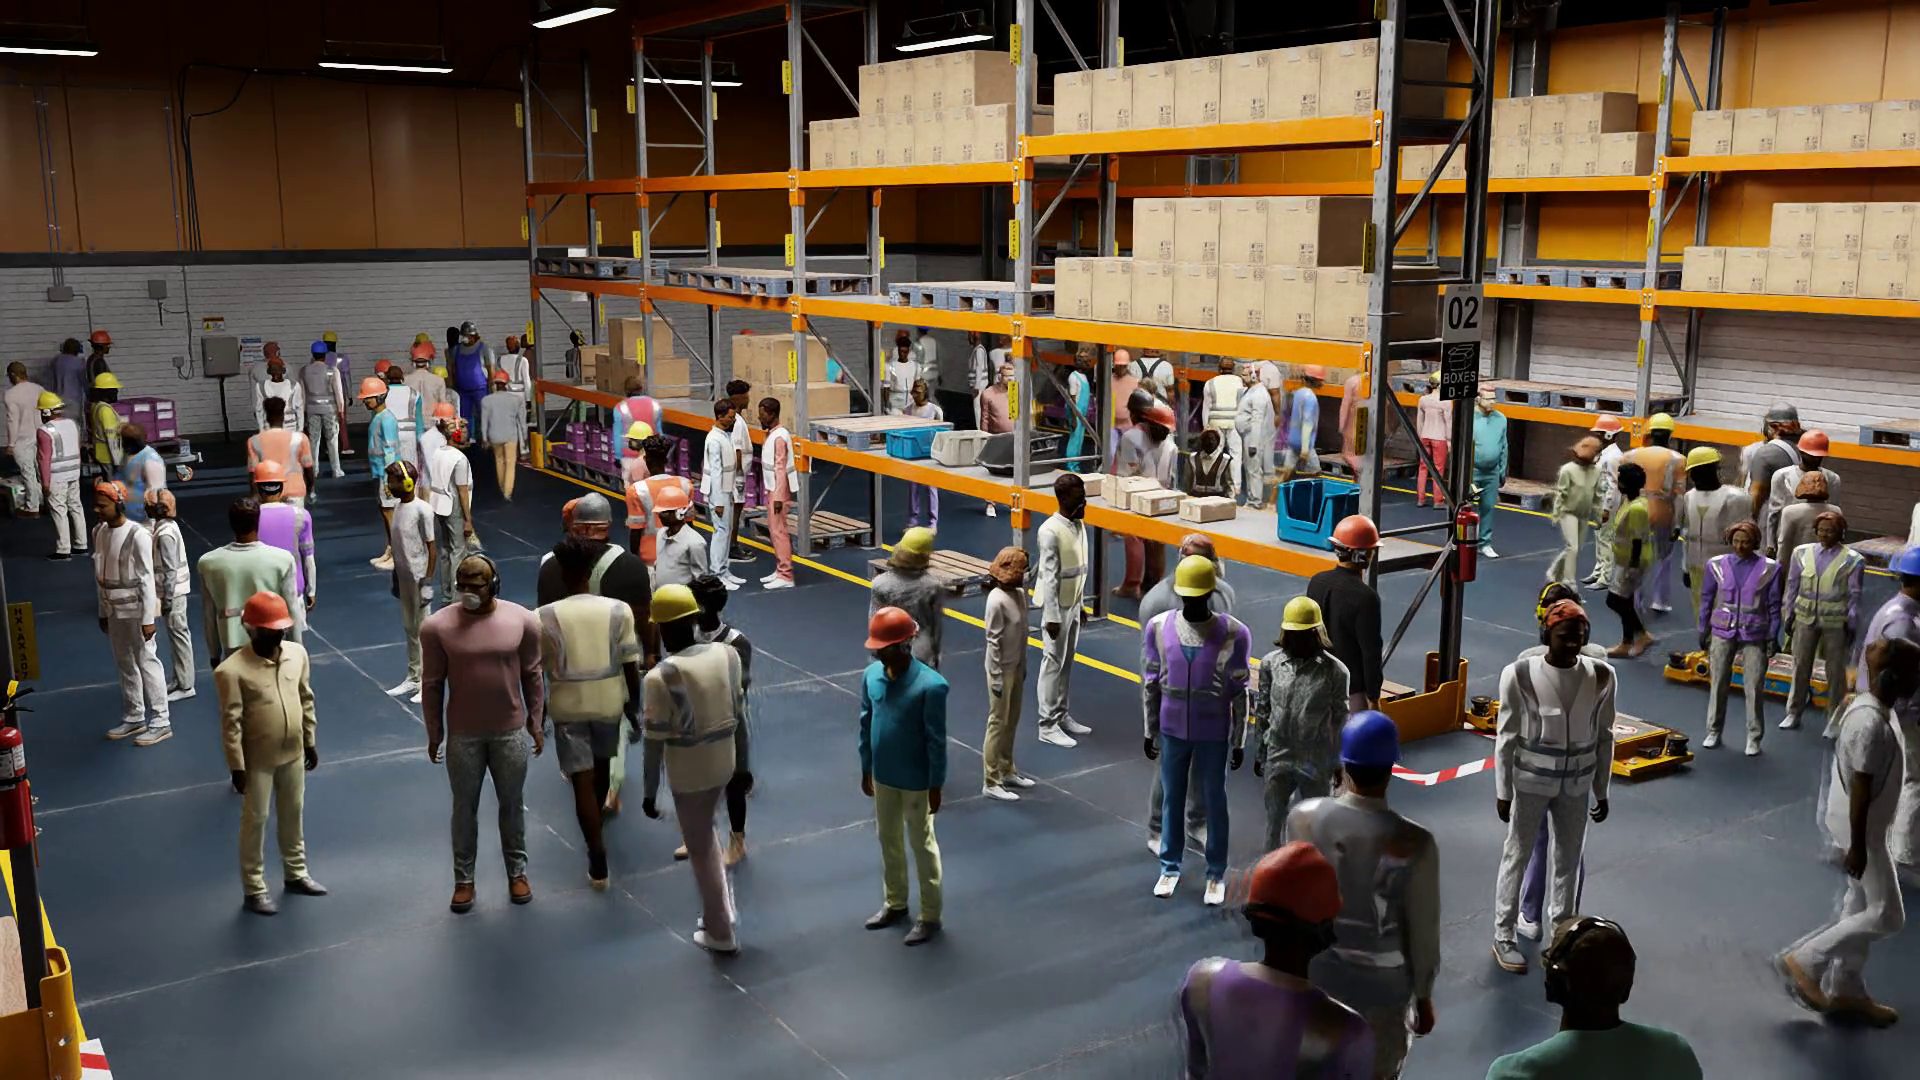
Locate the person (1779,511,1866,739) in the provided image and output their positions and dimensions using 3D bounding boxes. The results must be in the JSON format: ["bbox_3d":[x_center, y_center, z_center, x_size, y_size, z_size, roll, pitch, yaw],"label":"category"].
[{"bbox_3d":[6.153,0.596,11.865,0.315,1.631,0.513,-9,15,-40],"label":"person"}]

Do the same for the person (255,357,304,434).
[{"bbox_3d":[-8.812,-1.432,21.588,0.574,1.882,0.358,-4,12,-18],"label":"person"}]

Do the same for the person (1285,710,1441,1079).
[{"bbox_3d":[1.437,1.579,6.091,0.624,1.934,0.626,10,15,41],"label":"person"}]

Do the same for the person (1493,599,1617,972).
[{"bbox_3d":[2.894,1.202,8.142,0.568,1.876,0.348,0,11,-2],"label":"person"}]

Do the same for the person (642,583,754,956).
[{"bbox_3d":[-1.346,1.150,8.321,0.561,1.895,0.612,9,14,38],"label":"person"}]

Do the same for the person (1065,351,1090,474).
[{"bbox_3d":[1.643,-1.698,23.046,0.342,1.845,0.506,4,12,21],"label":"person"}]

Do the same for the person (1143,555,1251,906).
[{"bbox_3d":[1.262,1.016,8.971,0.586,1.920,0.398,5,12,22],"label":"person"}]

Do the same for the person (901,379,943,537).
[{"bbox_3d":[-0.440,-0.949,19.213,0.513,1.842,0.325,4,12,21],"label":"person"}]

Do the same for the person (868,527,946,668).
[{"bbox_3d":[-0.347,0.746,10.885,0.507,1.705,0.419,-1,11,-7],"label":"person"}]

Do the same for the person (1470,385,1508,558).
[{"bbox_3d":[5.629,-0.733,17.980,0.647,1.899,0.399,-3,11,-14],"label":"person"}]

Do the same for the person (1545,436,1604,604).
[{"bbox_3d":[5.950,-0.231,16.165,0.549,1.607,0.703,-4,12,-19],"label":"person"}]

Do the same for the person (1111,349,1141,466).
[{"bbox_3d":[2.110,-1.537,21.903,0.619,1.978,0.574,2,11,9],"label":"person"}]

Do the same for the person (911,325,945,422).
[{"bbox_3d":[-0.576,-2.848,28.694,0.614,1.933,0.520,-9,14,-39],"label":"person"}]

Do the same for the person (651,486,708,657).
[{"bbox_3d":[-2.074,0.471,12.177,0.334,1.749,0.575,-10,15,-43],"label":"person"}]

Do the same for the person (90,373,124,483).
[{"bbox_3d":[-9.686,-0.947,18.989,0.365,1.927,0.588,-9,14,-38],"label":"person"}]

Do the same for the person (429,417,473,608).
[{"bbox_3d":[-4.746,-0.231,15.573,0.387,1.837,0.560,-10,15,-40],"label":"person"}]

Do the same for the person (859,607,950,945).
[{"bbox_3d":[-0.310,1.188,8.540,0.577,1.738,0.354,9,14,40],"label":"person"}]

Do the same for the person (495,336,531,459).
[{"bbox_3d":[-6.786,-2.166,25.342,0.575,1.882,0.359,4,12,21],"label":"person"}]

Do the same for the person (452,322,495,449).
[{"bbox_3d":[-7.755,-2.454,26.410,0.684,2.000,0.535,2,11,8],"label":"person"}]

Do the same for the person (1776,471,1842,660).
[{"bbox_3d":[6.989,0.241,13.707,0.513,1.621,0.312,-1,11,-4],"label":"person"}]

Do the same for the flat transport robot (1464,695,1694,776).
[{"bbox_3d":[4.308,1.319,11.642,0.652,0.197,1.431,-6,13,-30],"label":"flat transport robot"}]

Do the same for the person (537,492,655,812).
[{"bbox_3d":[-2.260,0.668,10.434,0.691,2.000,0.896,0,11,1],"label":"person"}]

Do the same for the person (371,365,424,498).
[{"bbox_3d":[-7.074,-1.277,20.937,0.617,1.834,0.431,-5,12,-22],"label":"person"}]

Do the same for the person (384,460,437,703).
[{"bbox_3d":[-4.194,0.312,12.714,0.518,1.865,0.326,9,15,40],"label":"person"}]

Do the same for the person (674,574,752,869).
[{"bbox_3d":[-1.419,1.024,9.494,0.535,1.697,0.318,7,13,31],"label":"person"}]

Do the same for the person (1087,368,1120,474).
[{"bbox_3d":[2.127,-1.639,23.217,0.556,1.653,0.744,-9,15,-40],"label":"person"}]

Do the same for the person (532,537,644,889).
[{"bbox_3d":[-2.145,0.932,9.441,0.619,1.896,1.018,-5,12,-26],"label":"person"}]

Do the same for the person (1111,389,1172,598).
[{"bbox_3d":[1.718,-0.466,16.236,0.538,2.000,0.689,10,15,41],"label":"person"}]

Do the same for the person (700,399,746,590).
[{"bbox_3d":[-2.370,-0.453,16.523,0.402,1.908,0.598,0,11,1],"label":"person"}]

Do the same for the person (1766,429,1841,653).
[{"bbox_3d":[7.122,0.018,14.069,0.549,1.926,0.388,3,11,13],"label":"person"}]

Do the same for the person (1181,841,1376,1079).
[{"bbox_3d":[0.921,1.808,4.723,0.620,1.986,1.048,9,15,40],"label":"person"}]

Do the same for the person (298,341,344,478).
[{"bbox_3d":[-9.032,-1.847,23.571,0.611,1.939,0.415,0,11,2],"label":"person"}]

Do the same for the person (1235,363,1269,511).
[{"bbox_3d":[3.583,-1.231,20.519,0.399,1.902,0.642,0,11,2],"label":"person"}]

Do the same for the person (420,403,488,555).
[{"bbox_3d":[-5.589,-0.647,18.052,0.830,1.692,0.568,5,12,25],"label":"person"}]

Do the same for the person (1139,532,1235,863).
[{"bbox_3d":[1.349,0.889,9.659,0.647,1.907,0.399,-7,13,-31],"label":"person"}]

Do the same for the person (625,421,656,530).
[{"bbox_3d":[-3.003,-0.247,15.814,0.303,1.772,0.530,2,11,12],"label":"person"}]

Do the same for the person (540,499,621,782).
[{"bbox_3d":[-2.441,0.666,10.850,0.574,1.881,0.358,-7,13,-34],"label":"person"}]

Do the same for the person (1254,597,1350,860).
[{"bbox_3d":[1.778,1.148,8.740,0.494,1.743,0.304,5,12,25],"label":"person"}]

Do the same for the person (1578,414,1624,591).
[{"bbox_3d":[6.373,-0.374,16.500,0.327,1.753,0.562,2,11,12],"label":"person"}]

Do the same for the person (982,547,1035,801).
[{"bbox_3d":[0.309,0.839,10.627,0.278,1.628,0.506,5,12,24],"label":"person"}]

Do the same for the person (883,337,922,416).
[{"bbox_3d":[-0.828,-1.962,24.092,0.607,1.963,0.373,-5,12,-23],"label":"person"}]

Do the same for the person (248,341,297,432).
[{"bbox_3d":[-9.830,-1.897,23.904,0.645,1.907,0.400,-1,11,-6],"label":"person"}]

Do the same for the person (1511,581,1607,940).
[{"bbox_3d":[3.034,1.128,8.536,0.509,1.865,0.329,-3,11,-14],"label":"person"}]

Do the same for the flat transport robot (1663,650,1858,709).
[{"bbox_3d":[6.366,1.048,13.032,1.431,0.197,0.652,11,15,43],"label":"flat transport robot"}]

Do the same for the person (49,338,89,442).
[{"bbox_3d":[-13.294,-2.085,24.958,0.635,1.866,1.015,4,12,21],"label":"person"}]

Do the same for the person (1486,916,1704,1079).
[{"bbox_3d":[1.601,1.905,4.367,0.634,1.939,0.367,-4,12,-20],"label":"person"}]

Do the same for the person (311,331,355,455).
[{"bbox_3d":[-9.708,-2.270,25.766,0.594,1.923,0.382,0,11,-2],"label":"person"}]
